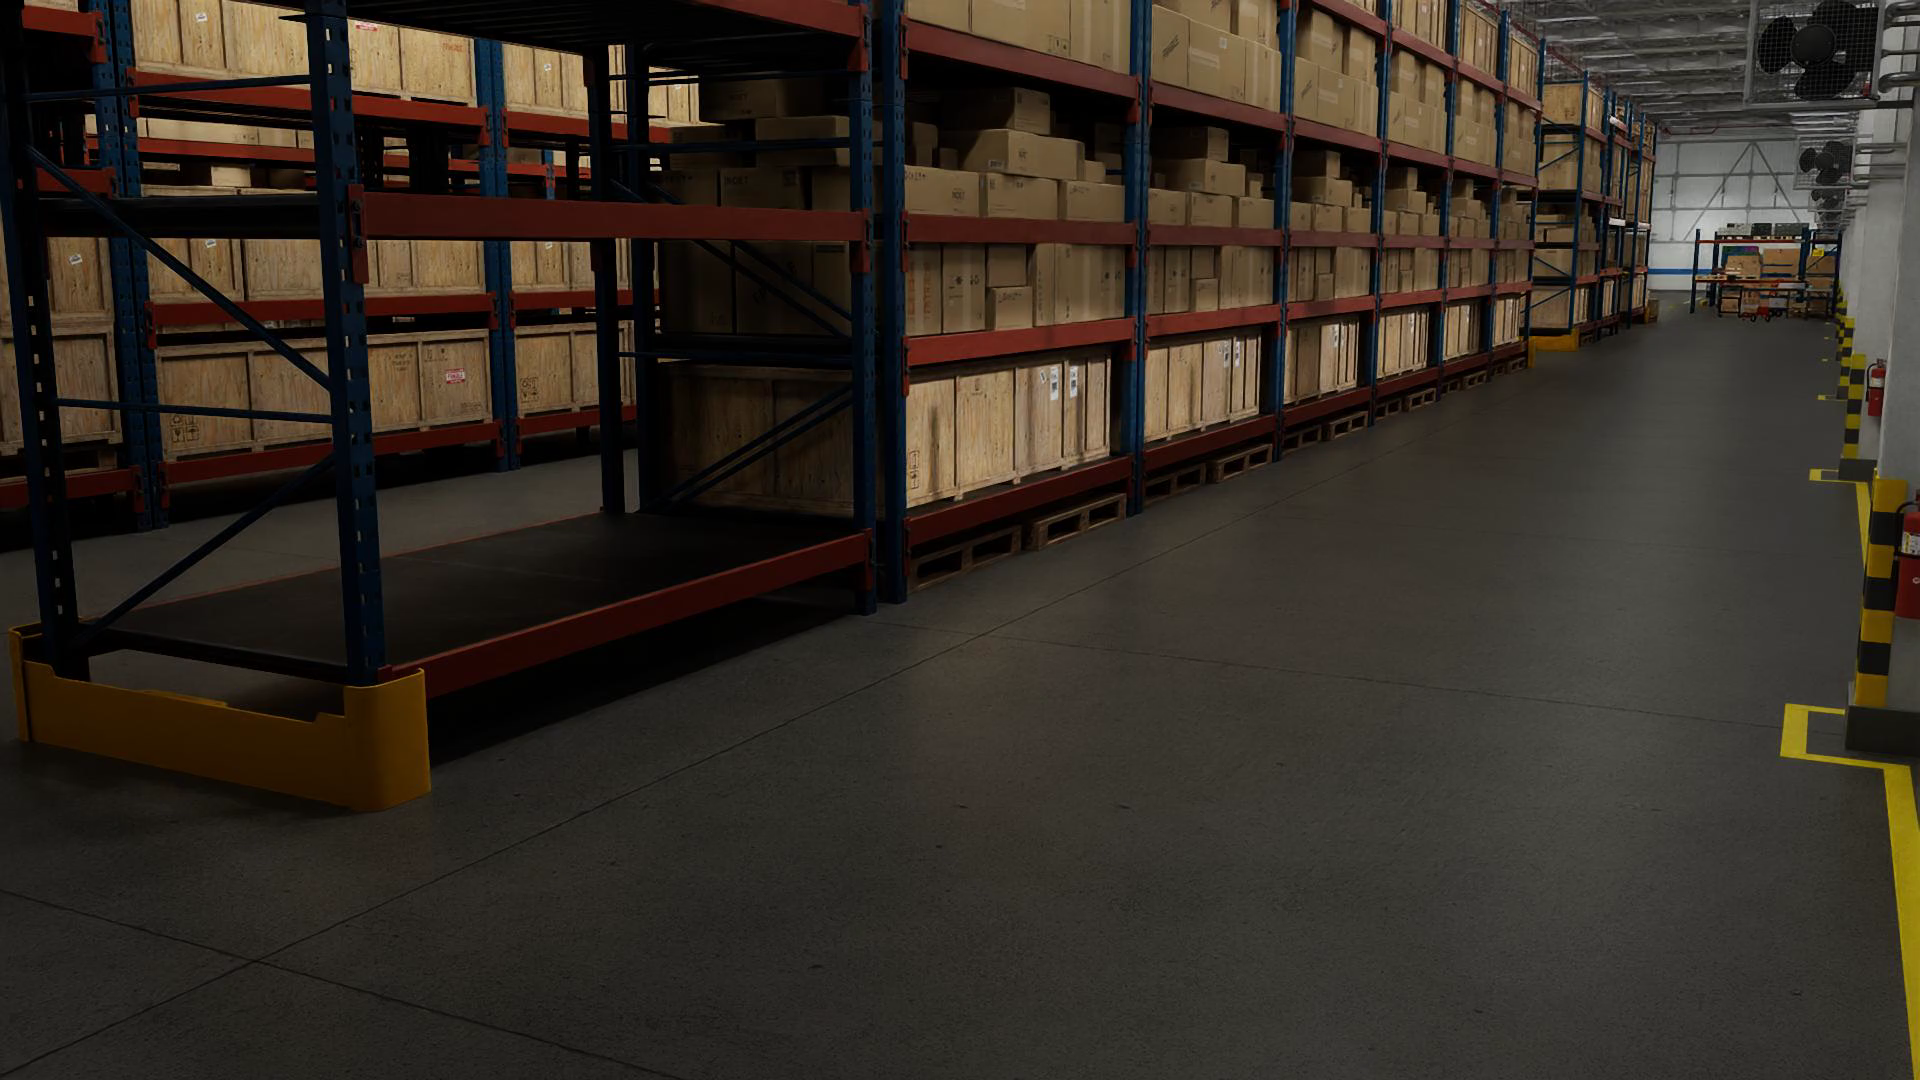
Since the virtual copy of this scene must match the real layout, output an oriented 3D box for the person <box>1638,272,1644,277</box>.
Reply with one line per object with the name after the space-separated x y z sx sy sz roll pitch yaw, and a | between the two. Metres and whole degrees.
36.364 -13.974 88.868 0.508 1.629 0.318 1 10 8 | person
